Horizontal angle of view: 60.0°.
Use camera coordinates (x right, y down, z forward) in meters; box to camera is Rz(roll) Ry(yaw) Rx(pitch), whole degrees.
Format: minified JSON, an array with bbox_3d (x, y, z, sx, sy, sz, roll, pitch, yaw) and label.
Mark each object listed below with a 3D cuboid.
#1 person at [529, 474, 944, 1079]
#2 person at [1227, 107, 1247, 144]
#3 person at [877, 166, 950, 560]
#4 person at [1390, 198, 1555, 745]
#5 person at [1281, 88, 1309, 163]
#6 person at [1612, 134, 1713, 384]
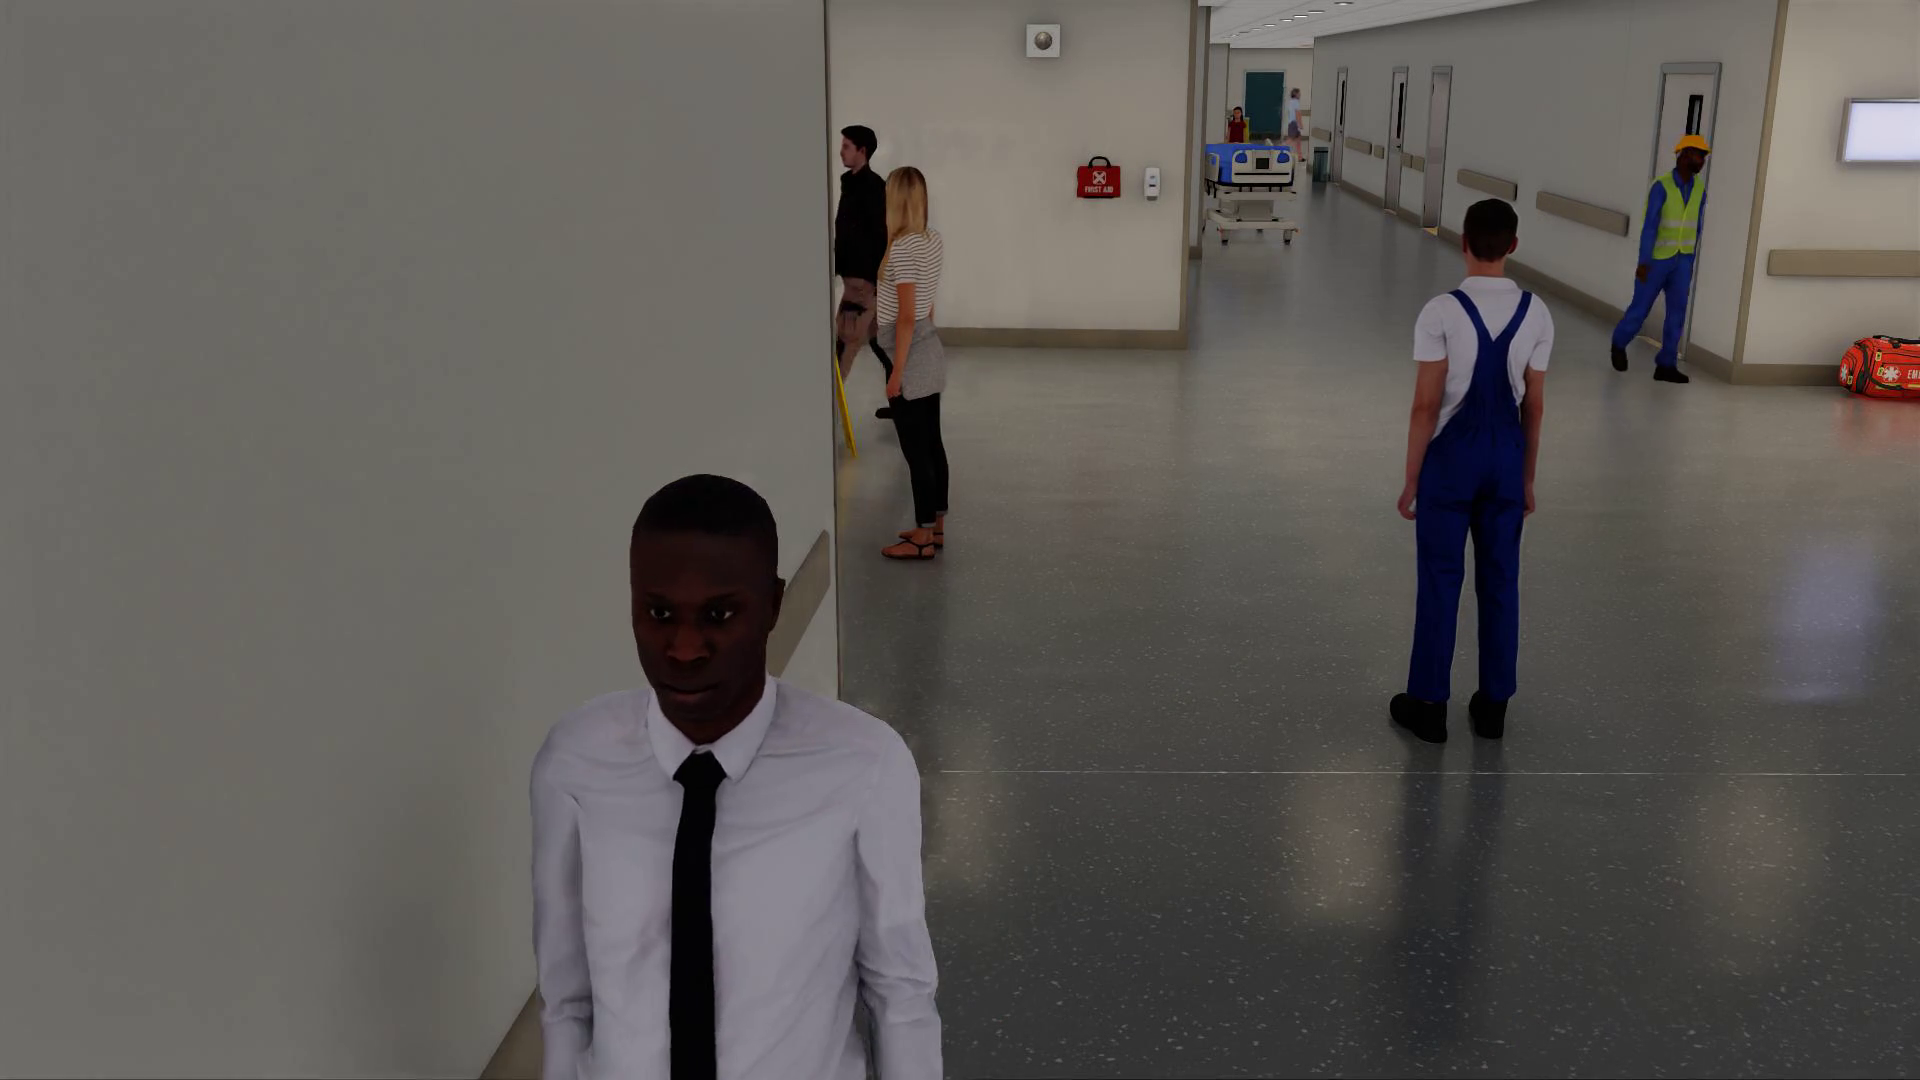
[{"bbox_3d":[-0.256,0.784,2.135,0.913,1.811,0.716,2,16,7],"label":"person"},{"bbox_3d":[5.624,-8.033,33.871,0.577,1.553,0.639,4,16,14],"label":"person"},{"bbox_3d":[-0.205,-0.822,7.808,0.606,1.823,0.654,5,17,17],"label":"person"},{"bbox_3d":[1.738,-0.230,5.663,0.552,1.849,0.724,-1,16,-4],"label":"person"},{"bbox_3d":[8.304,-10.396,41.806,1.143,1.803,0.654,1,16,4],"label":"person"},{"bbox_3d":[5.186,-2.077,12.345,1.212,1.777,1.006,-3,16,-9],"label":"person"}]
